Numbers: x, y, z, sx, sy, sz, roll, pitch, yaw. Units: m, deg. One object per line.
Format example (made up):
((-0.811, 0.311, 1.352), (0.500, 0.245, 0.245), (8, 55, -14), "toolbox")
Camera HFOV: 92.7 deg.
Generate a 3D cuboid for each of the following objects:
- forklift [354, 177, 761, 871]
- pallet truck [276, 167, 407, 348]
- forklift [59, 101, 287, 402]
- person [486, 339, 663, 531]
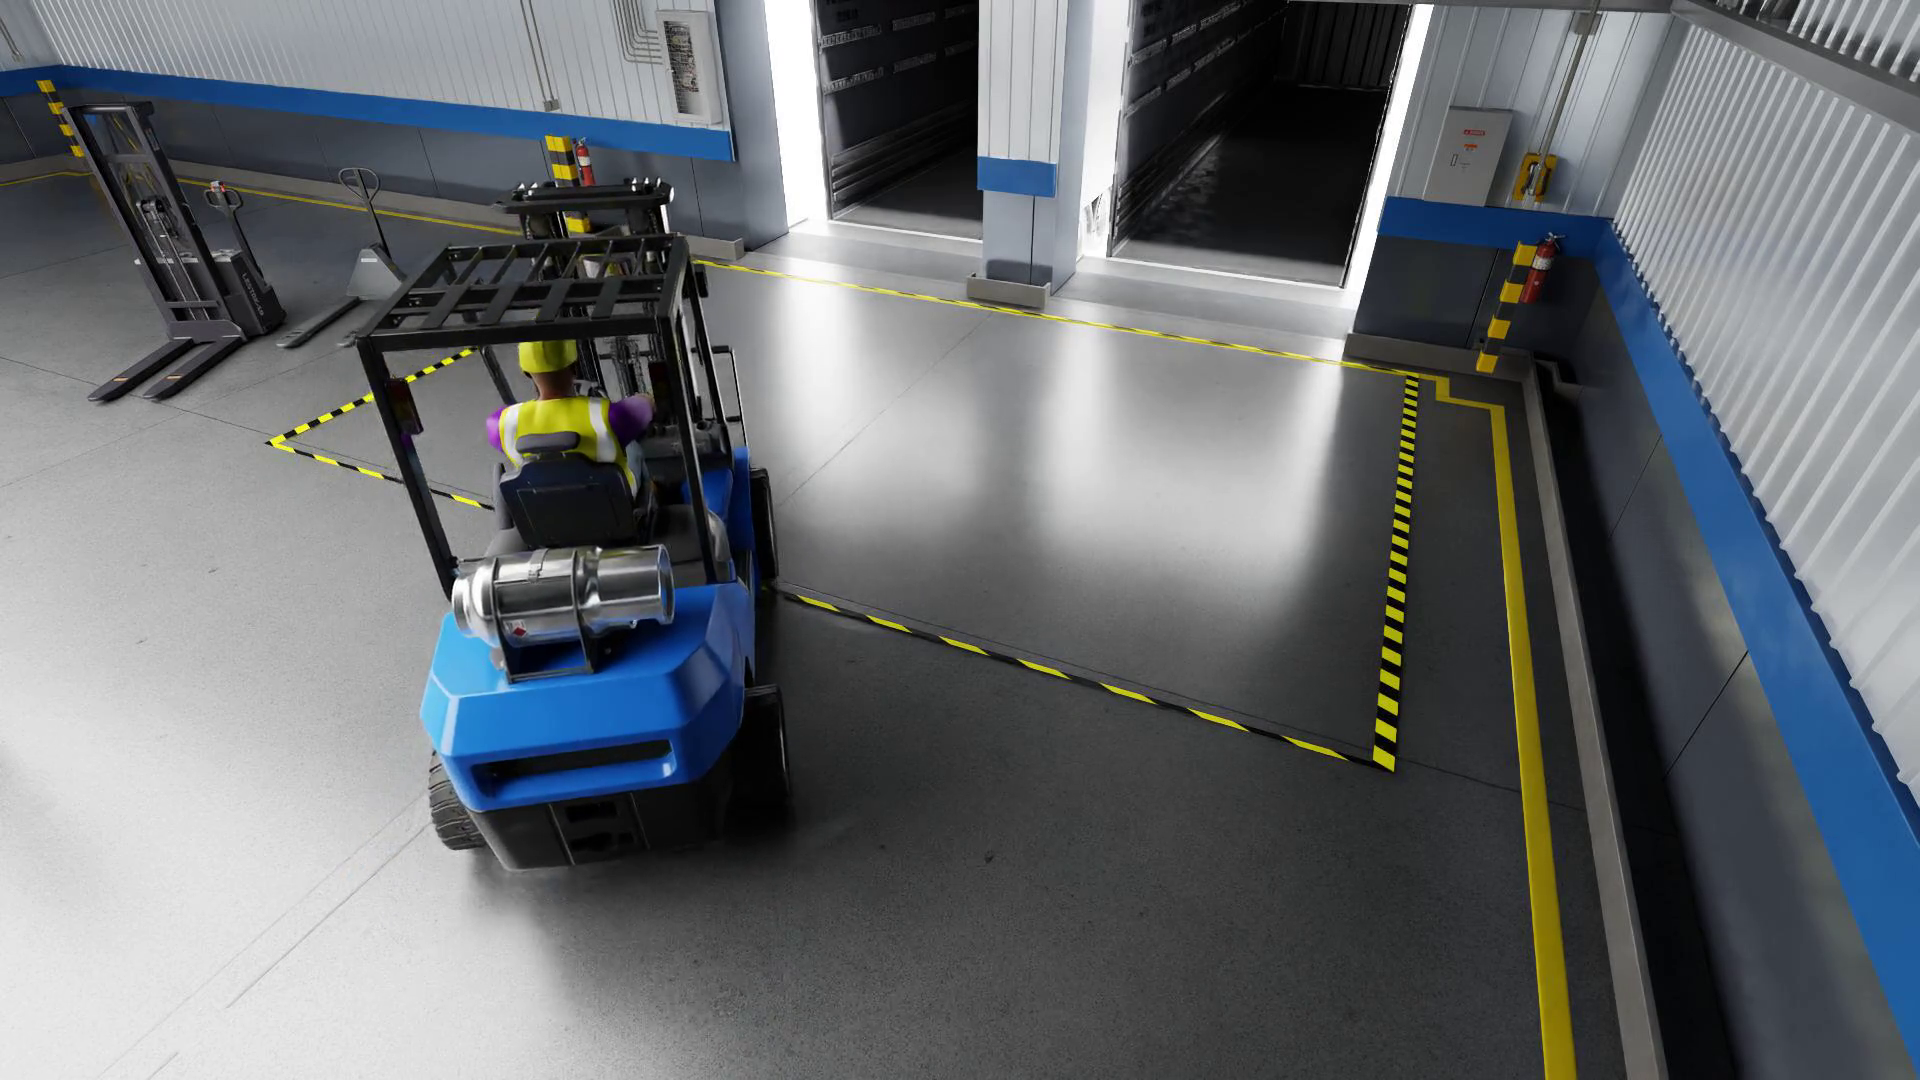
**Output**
((-1.590, -0.263, 4.086), (1.157, 2.036, 2.680), (-6, 35, -8), "forklift")
((-5.732, -2.611, 8.414), (0.680, 1.201, 1.601), (-1, 35, -1), "pallet truck")
((-6.686, -2.387, 7.434), (0.823, 1.965, 1.885), (-3, 35, -5), "forklift")
((-1.594, -0.451, 4.028), (0.635, 1.293, 1.004), (-6, 35, -8), "person")
